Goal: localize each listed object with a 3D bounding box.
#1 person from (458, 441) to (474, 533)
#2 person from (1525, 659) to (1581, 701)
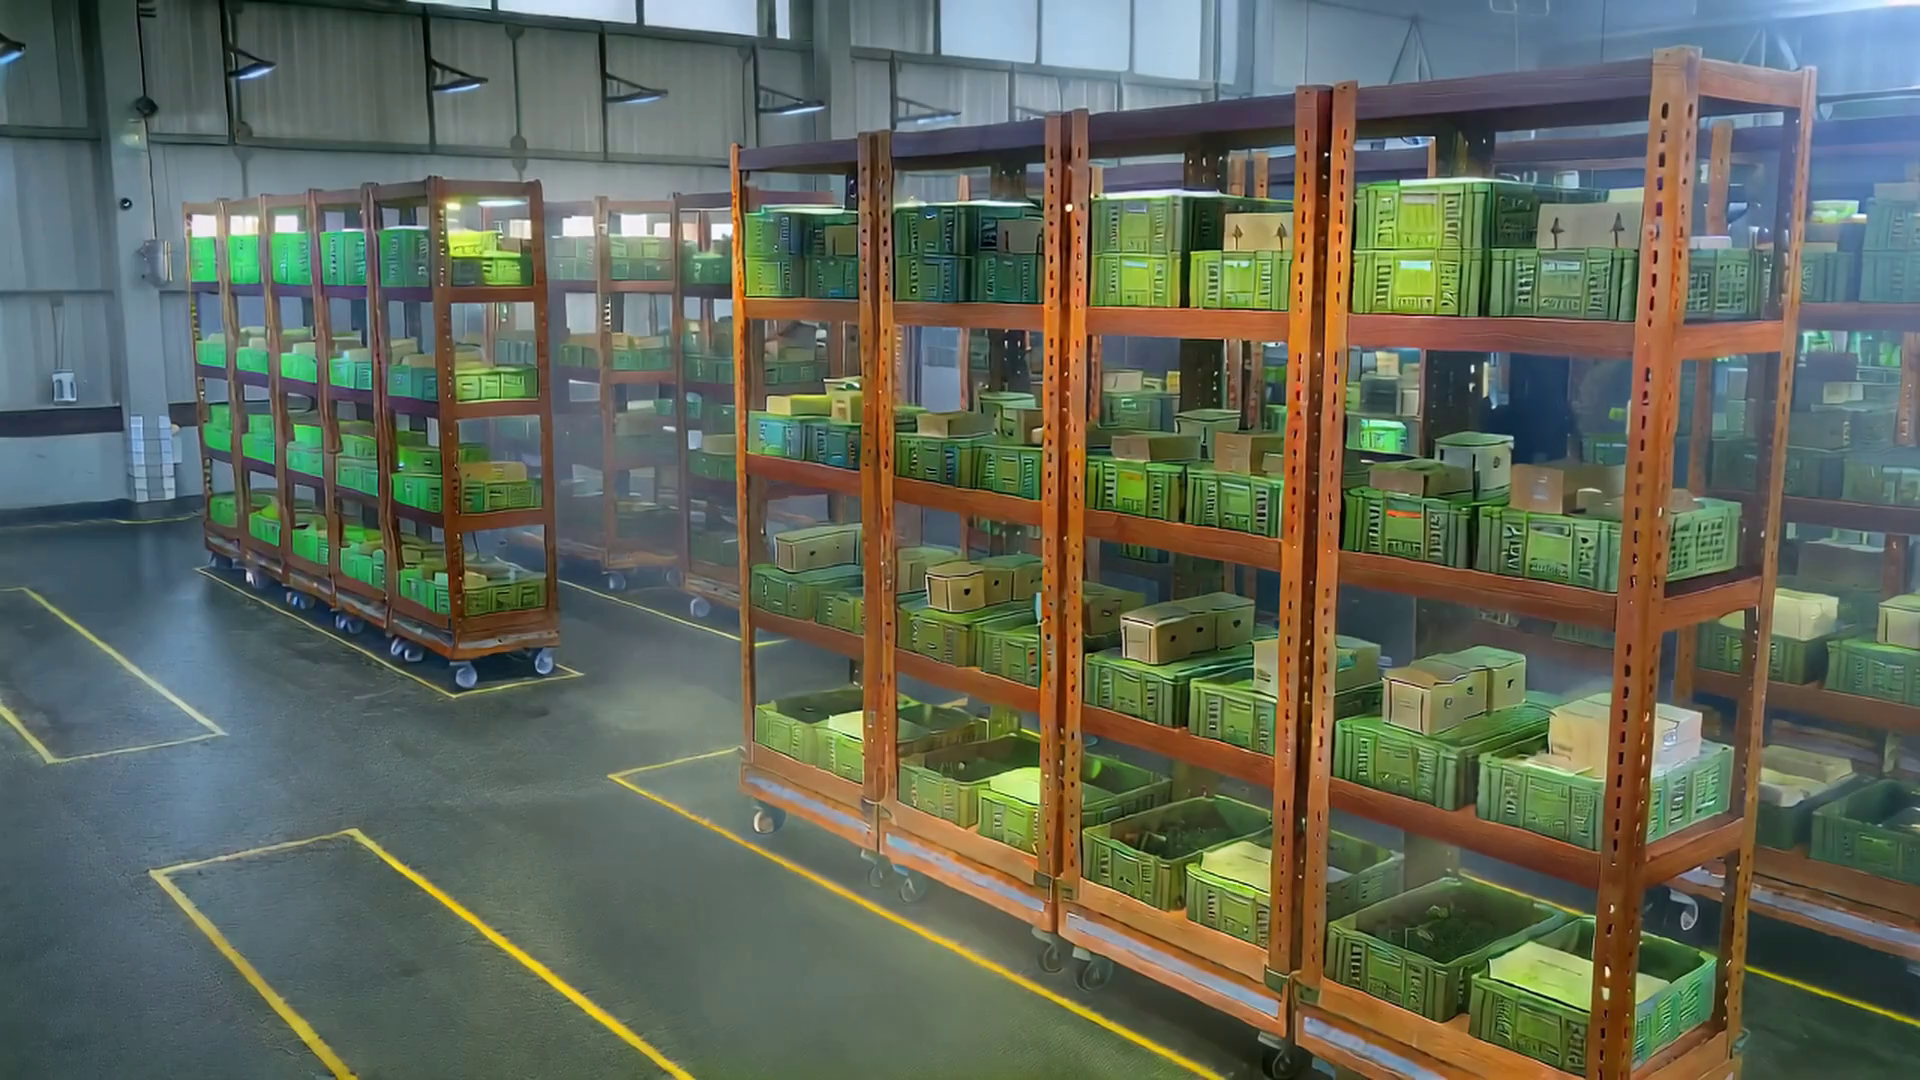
[{"bbox_3d":[-5.518,-0.978,18.673,0.565,1.811,0.846,9,13,42],"label":"person"},{"bbox_3d":[3.689,0.387,10.559,0.766,1.796,0.602,1,9,5],"label":"person"}]
